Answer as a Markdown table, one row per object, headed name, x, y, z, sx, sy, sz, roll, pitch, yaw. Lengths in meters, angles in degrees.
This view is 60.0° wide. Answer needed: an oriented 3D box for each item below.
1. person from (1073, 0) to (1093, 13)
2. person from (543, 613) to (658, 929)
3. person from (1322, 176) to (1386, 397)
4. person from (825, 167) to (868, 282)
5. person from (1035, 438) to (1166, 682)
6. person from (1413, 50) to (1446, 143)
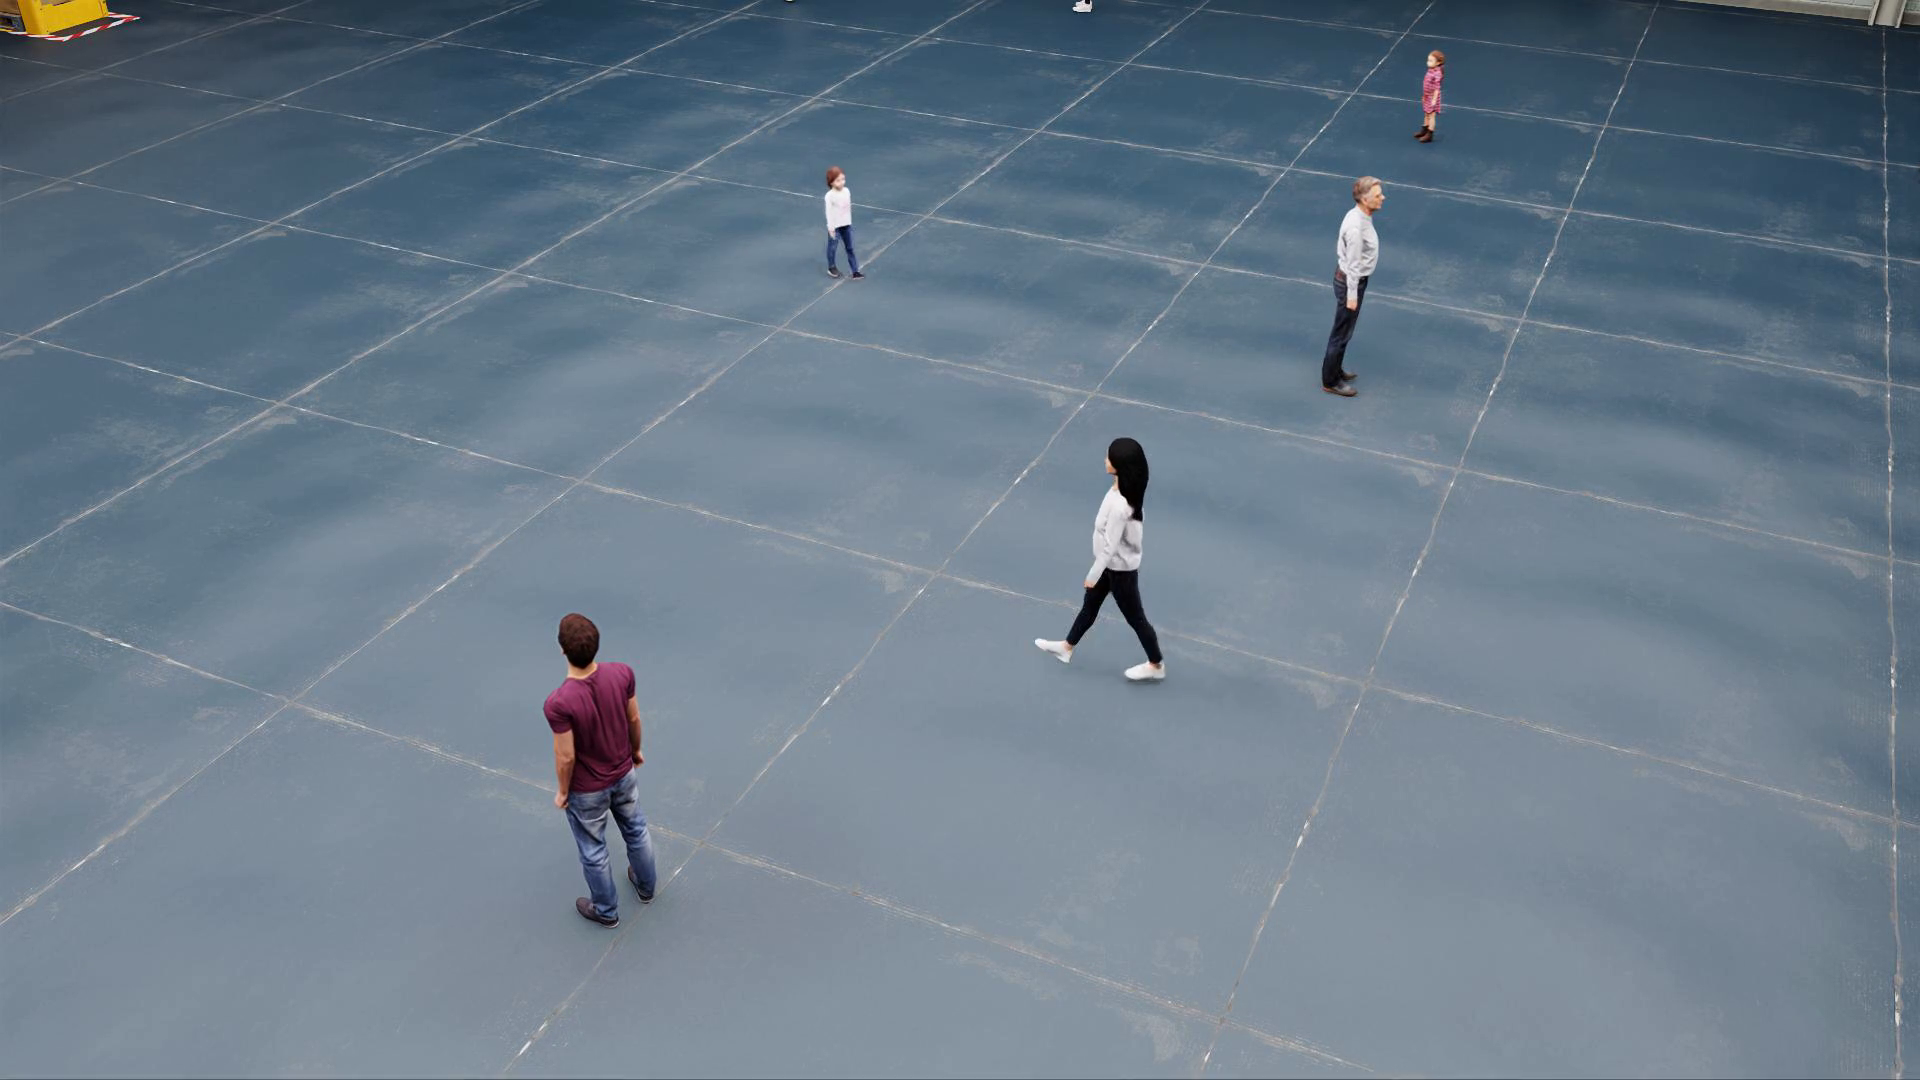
| name | x | y | z | sx | sy | sz | roll | pitch | yaw |
| --- | --- | --- | --- | --- | --- | --- | --- | --- | --- |
| person | 1.800 | -8.396 | 23.565 | 0.581 | 1.743 | 0.618 | 9 | 33 | 14 |
| person | -1.801 | 1.153 | 8.322 | 0.729 | 1.855 | 0.682 | -28 | 41 | -36 |
| person | 3.177 | -2.085 | 13.491 | 0.614 | 1.818 | 0.694 | 8 | 33 | 12 |
| person | -1.169 | -2.973 | 15.583 | 0.646 | 1.087 | 0.805 | -23 | 39 | -32 |
| person | 1.054 | 0.173 | 10.059 | 1.138 | 1.659 | 0.829 | 5 | 33 | 7 |
| person | 5.381 | -5.071 | 18.971 | 0.549 | 1.021 | 0.502 | -6 | 33 | -9 |
